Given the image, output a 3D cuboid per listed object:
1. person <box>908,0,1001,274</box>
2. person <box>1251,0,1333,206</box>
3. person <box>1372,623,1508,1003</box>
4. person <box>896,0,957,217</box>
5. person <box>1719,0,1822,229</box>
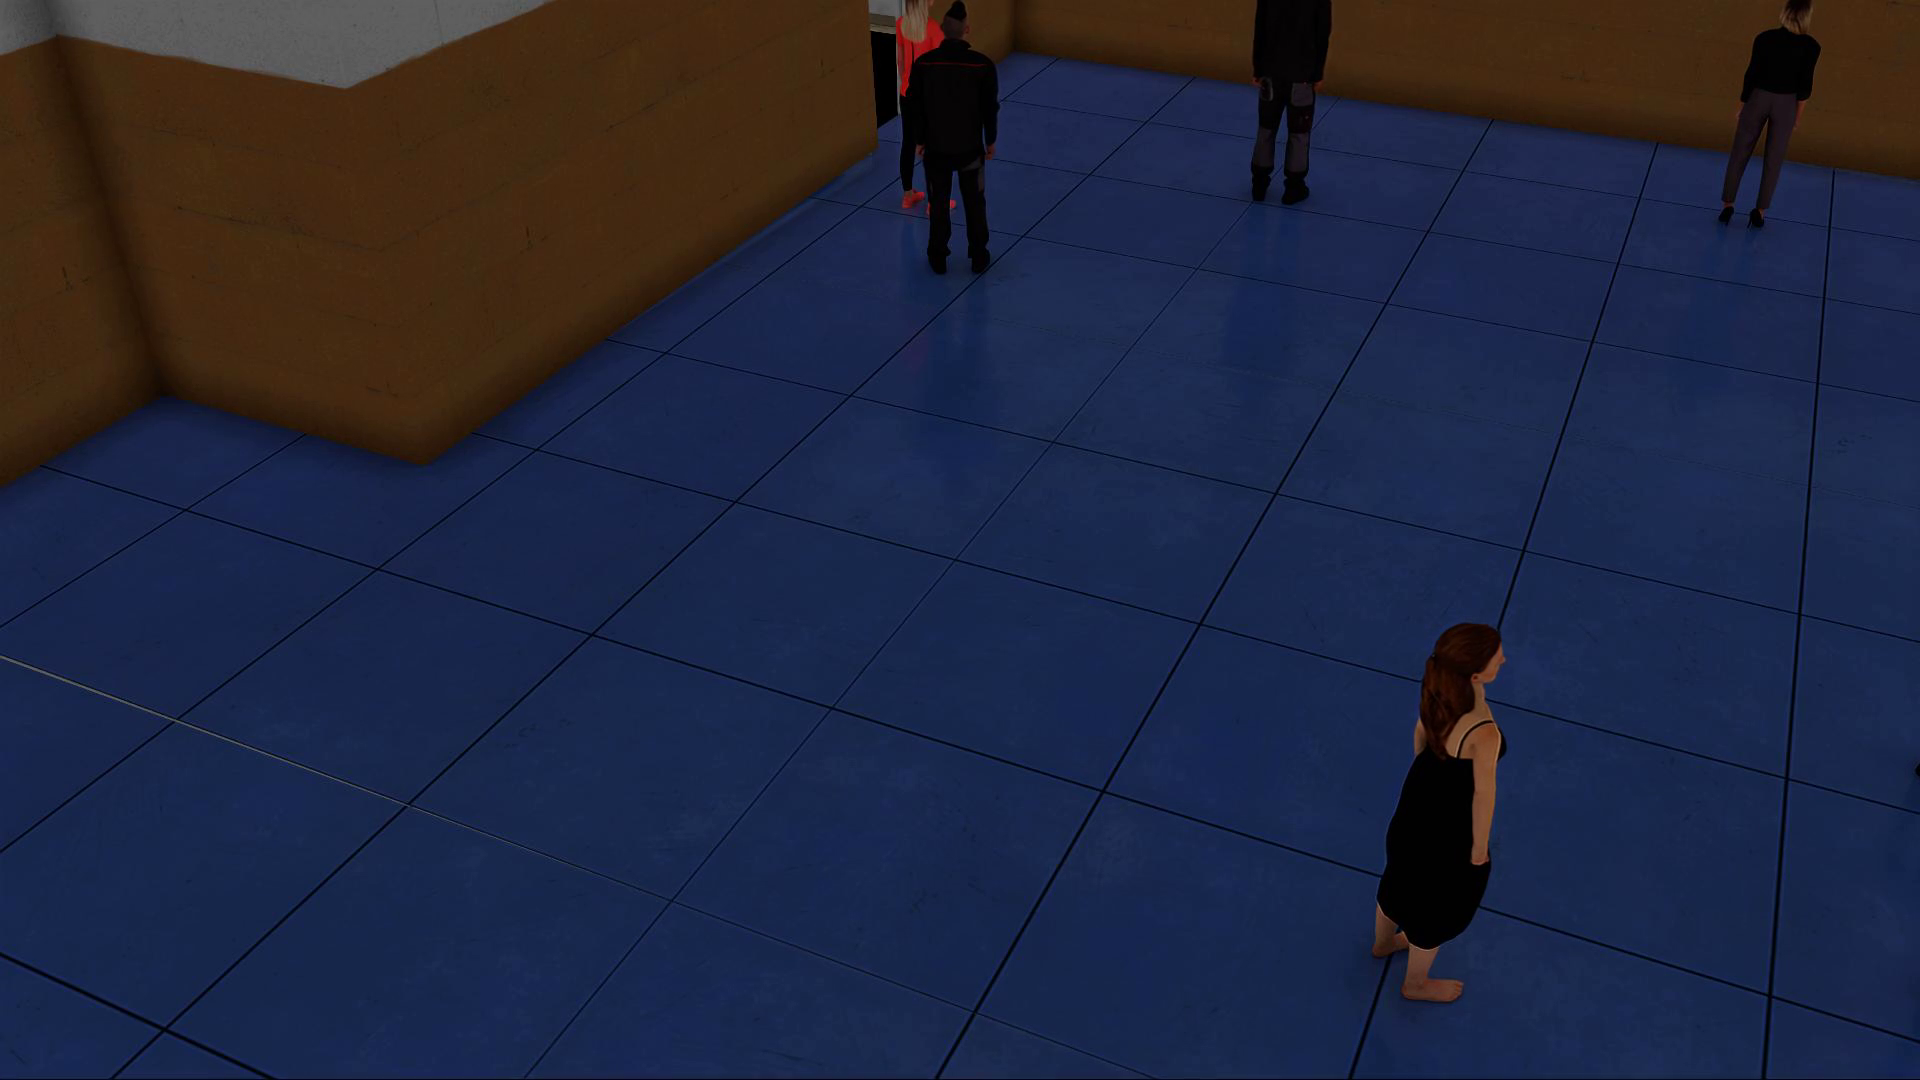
[{"bbox_3d":[-0.031,-2.694,11.142,0.698,1.861,0.898,2,34,3],"label":"person"},{"bbox_3d":[2.409,-3.437,12.205,0.509,1.945,0.749,14,36,20],"label":"person"},{"bbox_3d":[1.701,0.955,5.891,0.742,1.624,0.688,-10,35,-14],"label":"person"},{"bbox_3d":[-0.274,-3.222,12.108,0.535,1.694,0.697,23,40,31],"label":"person"},{"bbox_3d":[5.765,-3.042,11.859,0.482,1.671,0.669,17,37,24],"label":"person"}]
